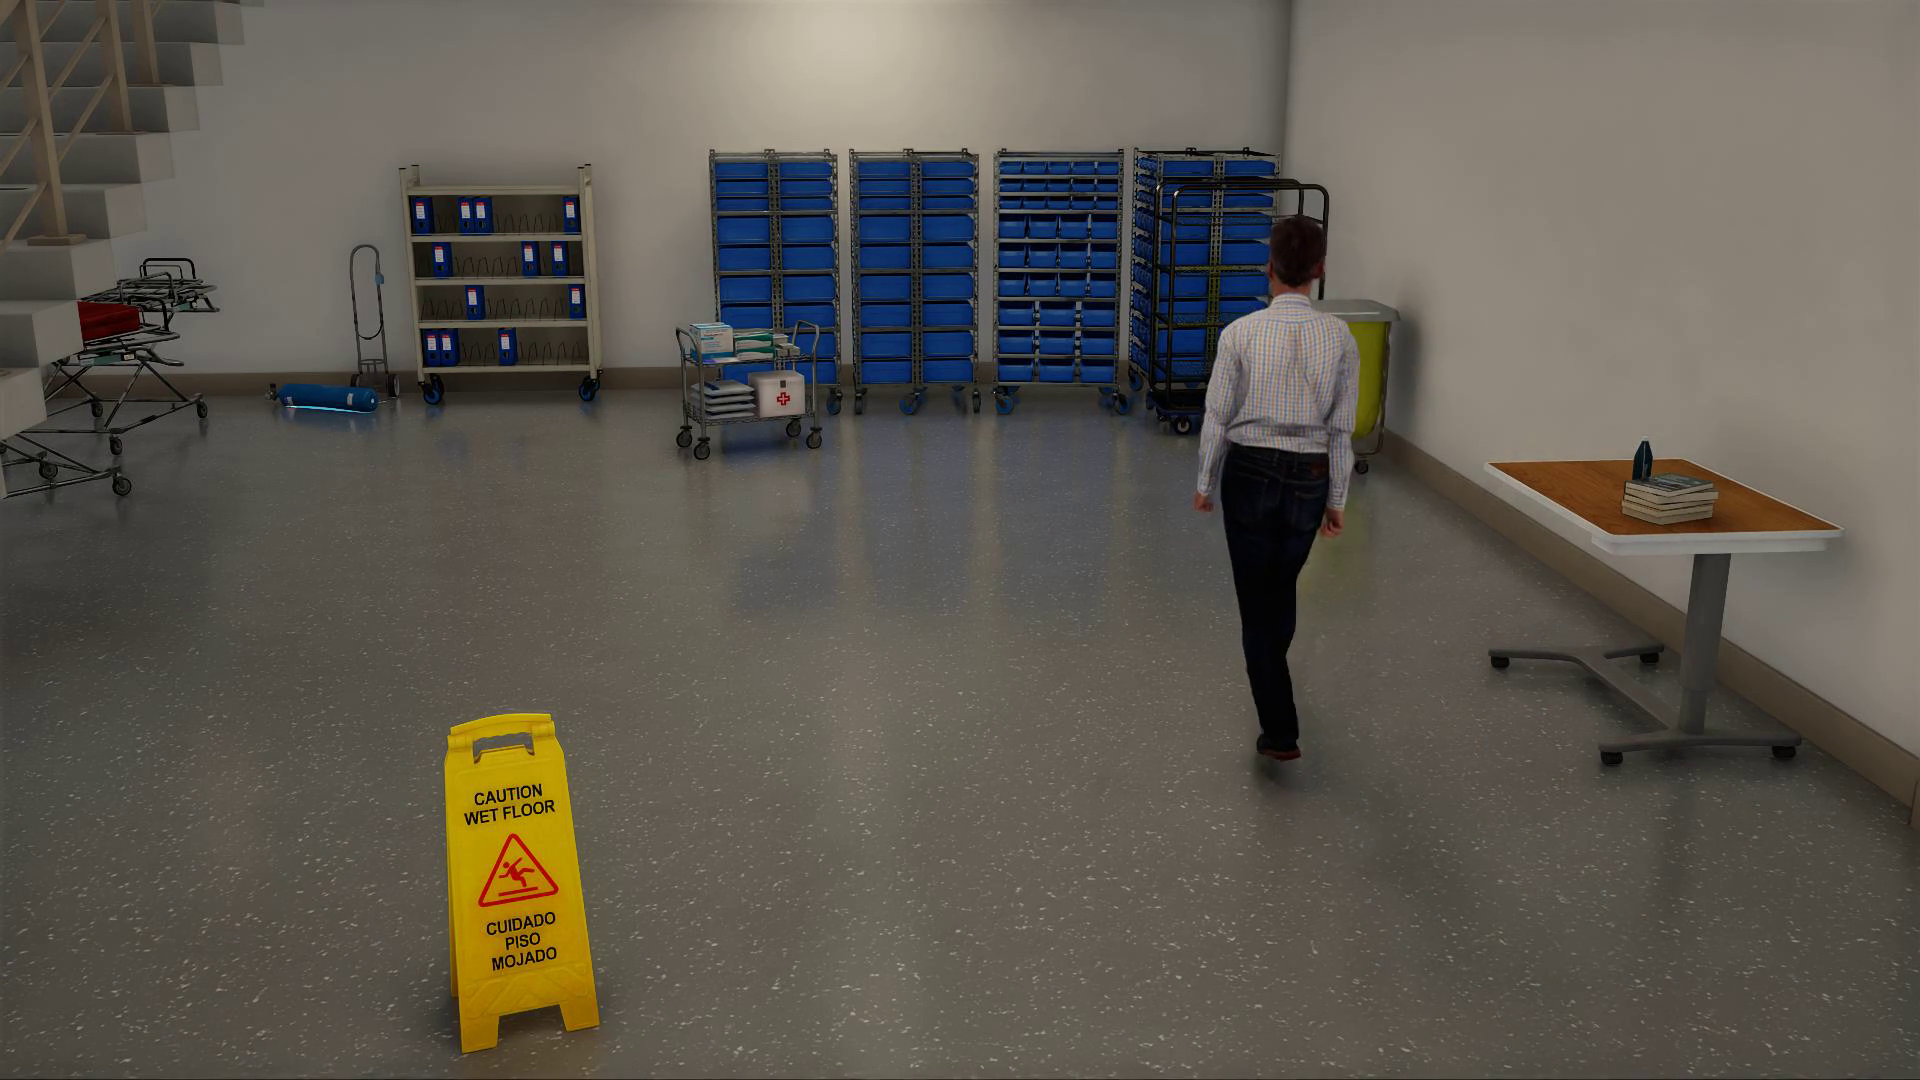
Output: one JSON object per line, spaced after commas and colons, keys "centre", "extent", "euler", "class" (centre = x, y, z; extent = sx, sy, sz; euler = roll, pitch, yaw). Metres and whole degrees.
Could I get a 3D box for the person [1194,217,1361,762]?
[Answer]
{"centre": [1.061, -0.133, 5.555], "extent": [0.705, 1.775, 1.191], "euler": [0, 16, -1], "class": "person"}
